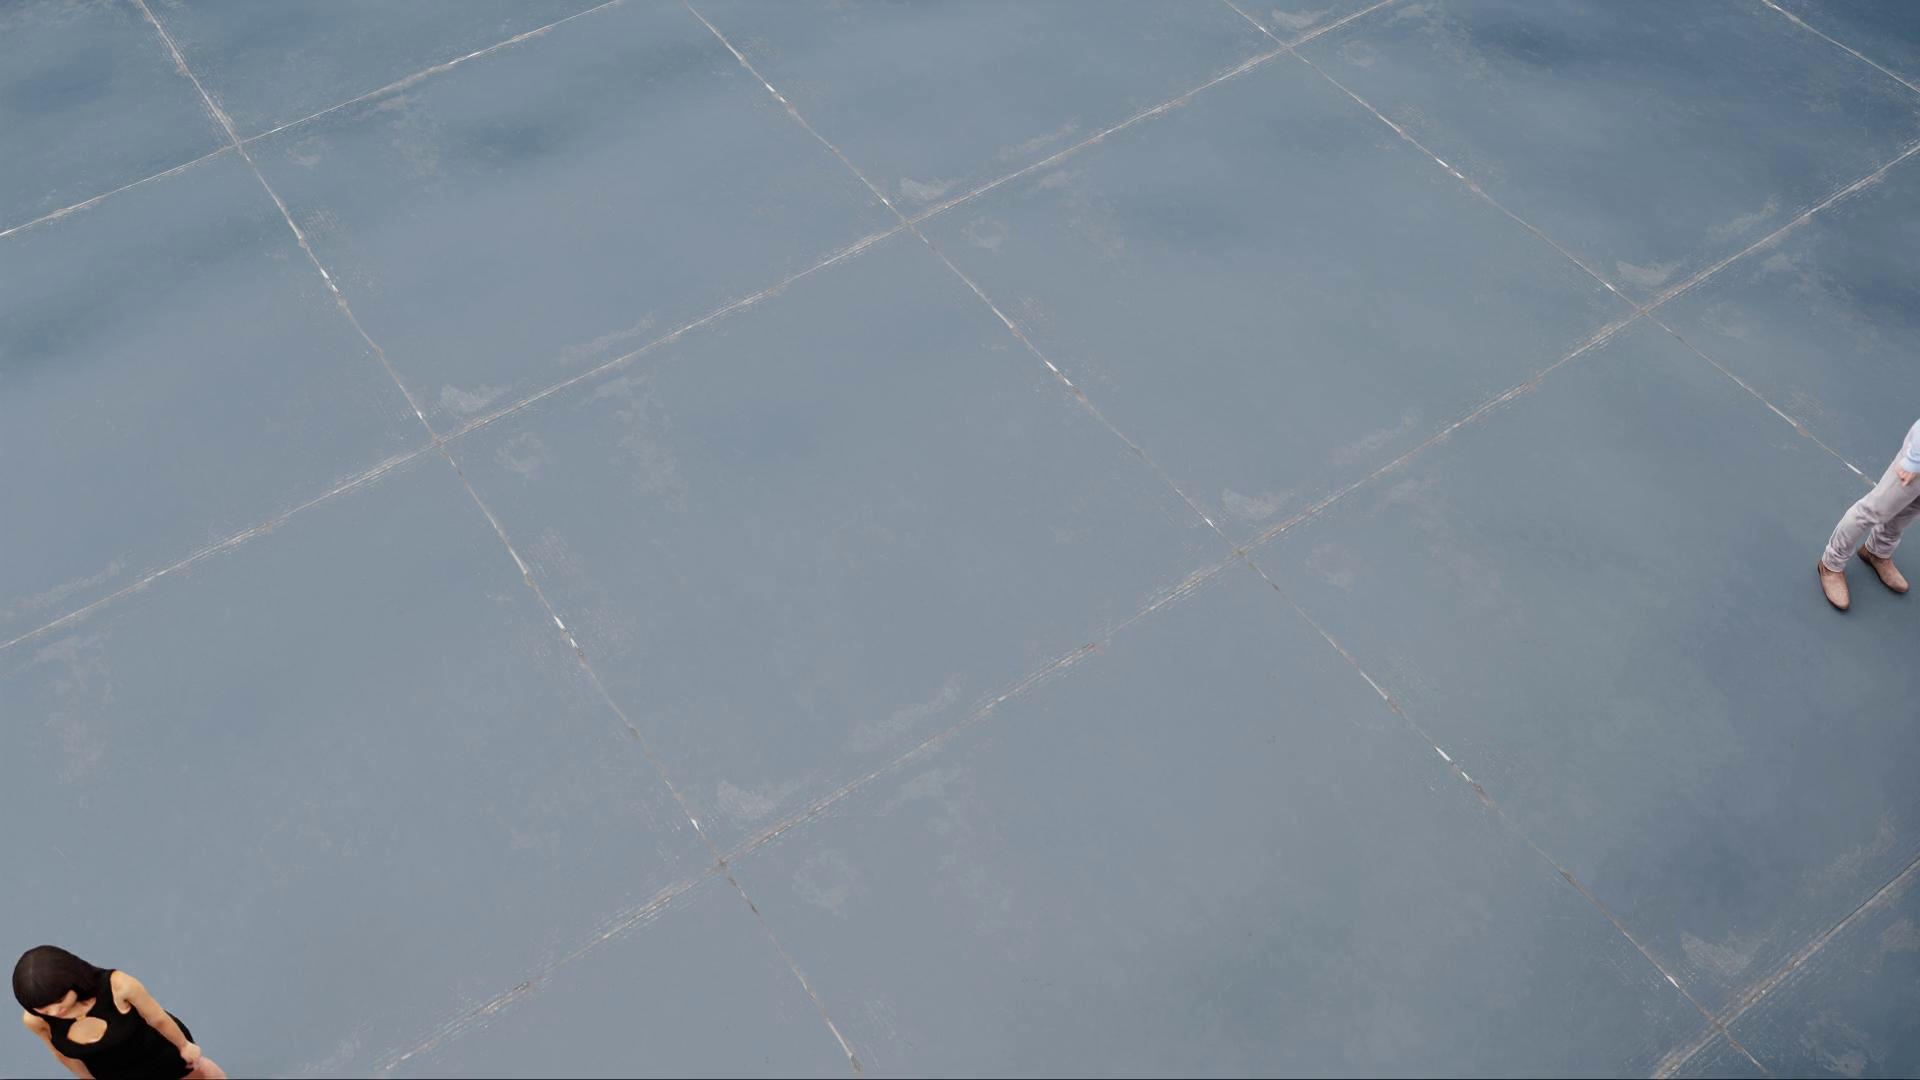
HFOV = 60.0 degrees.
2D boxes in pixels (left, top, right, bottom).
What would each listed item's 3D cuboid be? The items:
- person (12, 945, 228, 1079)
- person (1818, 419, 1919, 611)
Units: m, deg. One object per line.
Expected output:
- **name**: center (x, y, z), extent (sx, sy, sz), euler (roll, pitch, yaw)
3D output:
- **person**: center (-2.953, 1.816, 5.964), extent (0.581, 1.647, 0.550), euler (-18, 54, -14)
- **person**: center (4.458, -0.416, 7.536), extent (0.727, 1.894, 0.702), euler (-12, 53, -9)
